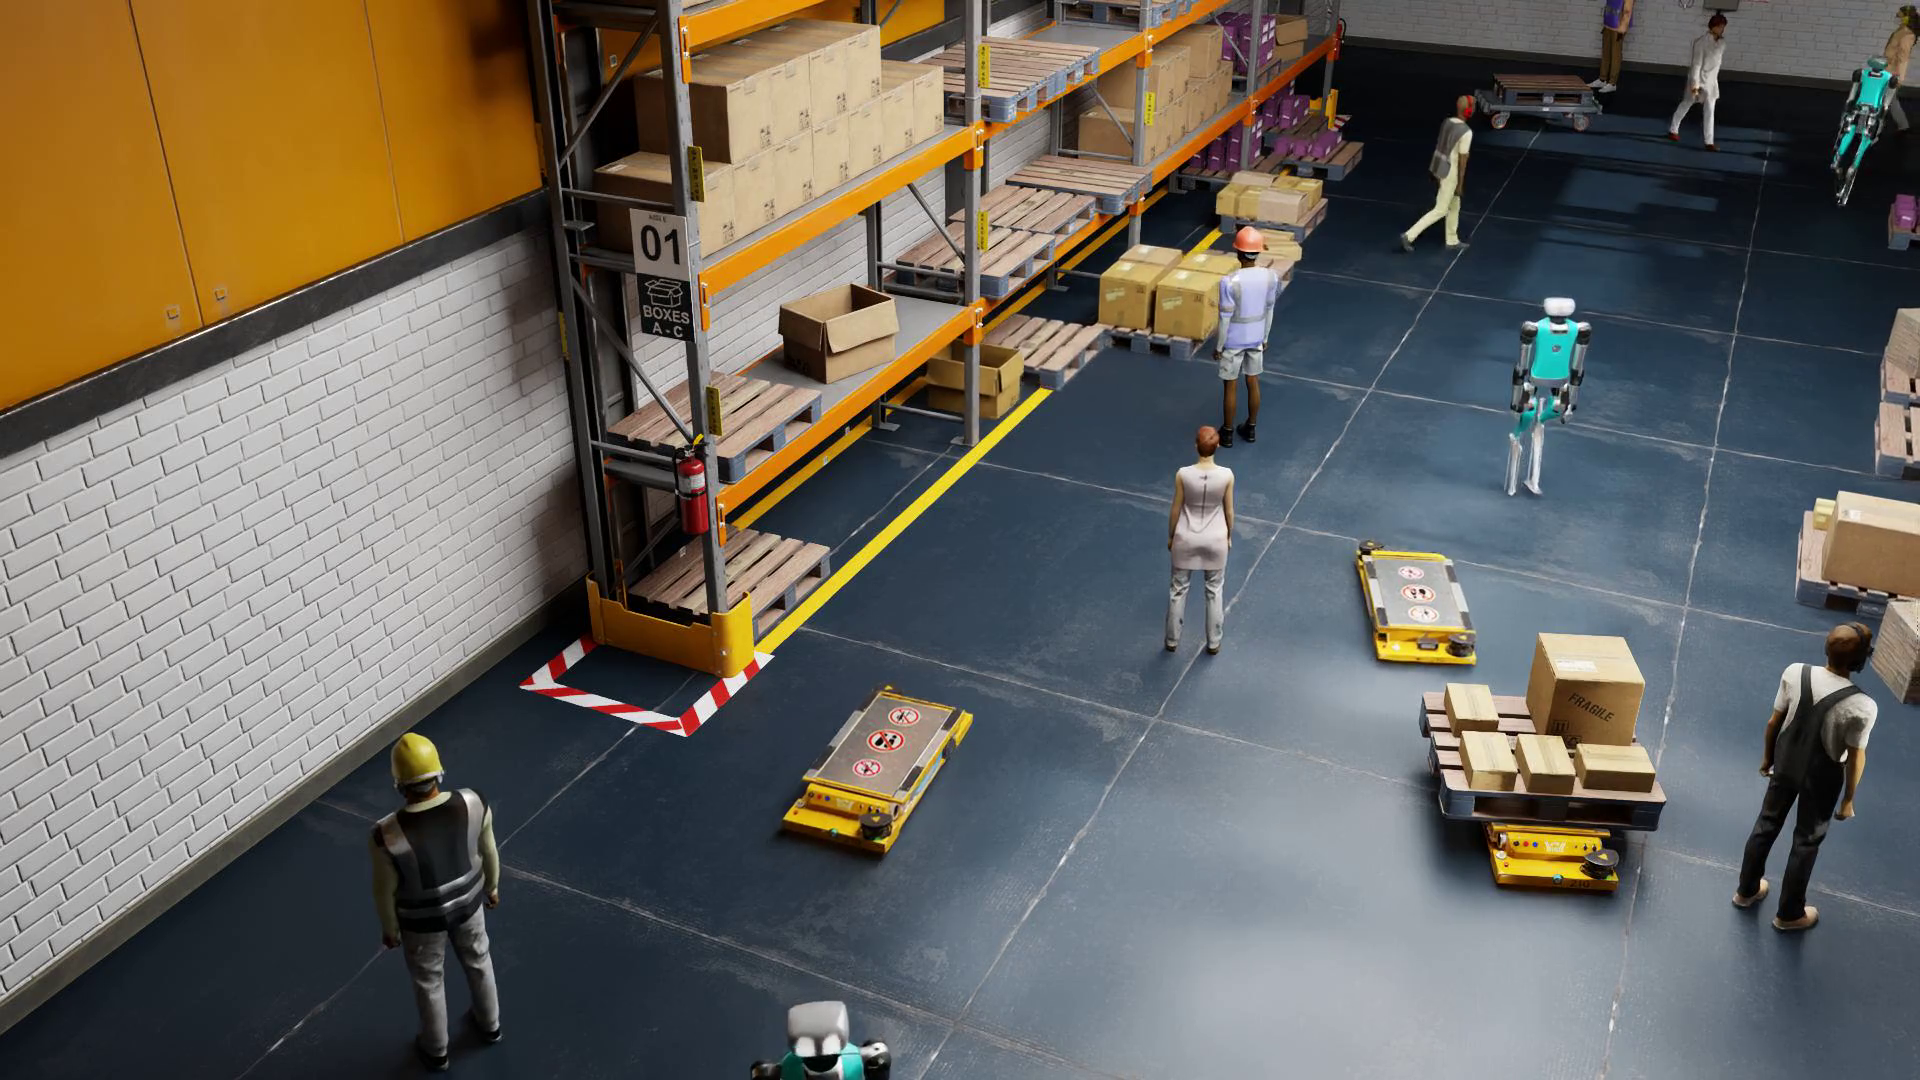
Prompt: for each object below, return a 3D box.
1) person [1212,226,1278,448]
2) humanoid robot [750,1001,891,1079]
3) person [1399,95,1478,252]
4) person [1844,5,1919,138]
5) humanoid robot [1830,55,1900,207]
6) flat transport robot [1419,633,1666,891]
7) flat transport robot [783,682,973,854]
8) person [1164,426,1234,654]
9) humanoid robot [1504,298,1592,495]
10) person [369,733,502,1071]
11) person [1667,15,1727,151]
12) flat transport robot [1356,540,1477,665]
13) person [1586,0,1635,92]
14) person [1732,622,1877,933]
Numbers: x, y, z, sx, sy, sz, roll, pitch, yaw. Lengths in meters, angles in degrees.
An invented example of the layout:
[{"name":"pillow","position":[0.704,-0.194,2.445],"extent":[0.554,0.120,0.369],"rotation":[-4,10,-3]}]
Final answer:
[{"name":"person","position":[2.392,-1.719,14.160],"extent":[0.542,1.938,0.353],"rotation":[-12,30,-20]},{"name":"humanoid robot","position":[-0.581,2.413,6.738],"extent":[0.543,1.801,0.807],"rotation":[-7,29,-12]},{"name":"person","position":[5.439,-4.108,18.733],"extent":[0.864,1.808,0.587],"rotation":[-5,29,-9]},{"name":"person","position":[12.967,-6.489,23.112],"extent":[0.927,1.841,0.560],"rotation":[9,29,15]},{"name":"humanoid robot","position":[11.015,-4.961,20.486],"extent":[0.542,1.888,0.789],"rotation":[23,36,36]},{"name":"flat transport robot","position":[3.405,1.537,9.878],"extent":[0.659,0.231,1.431],"rotation":[3,28,5]},{"name":"flat transport robot","position":[-0.475,1.366,10.195],"extent":[0.659,0.231,1.431],"rotation":[10,30,19]},{"name":"person","position":[1.623,0.009,11.256],"extent":[0.435,1.652,0.294],"rotation":[2,28,4]},{"name":"humanoid robot","position":[4.628,-1.155,13.319],"extent":[0.539,1.793,0.704],"rotation":[3,28,5]},{"name":"person","position":[-2.471,1.717,7.915],"extent":[0.598,1.818,0.403],"rotation":[-22,35,-35]},{"name":"person","position":[10.176,-6.275,22.782],"extent":[0.508,1.784,0.969],"rotation":[-4,29,-8]},{"name":"flat transport robot","position":[3.251,0.436,11.920],"extent":[0.659,0.231,1.431],"rotation":[3,28,5]},{"name":"person","position":[10.120,-7.915,25.654],"extent":[0.410,1.931,0.529],"rotation":[-5,29,-10]},{"name":"person","position":[4.467,1.244,8.761],"extent":[0.326,1.843,0.513],"rotation":[-17,33,-29]}]
